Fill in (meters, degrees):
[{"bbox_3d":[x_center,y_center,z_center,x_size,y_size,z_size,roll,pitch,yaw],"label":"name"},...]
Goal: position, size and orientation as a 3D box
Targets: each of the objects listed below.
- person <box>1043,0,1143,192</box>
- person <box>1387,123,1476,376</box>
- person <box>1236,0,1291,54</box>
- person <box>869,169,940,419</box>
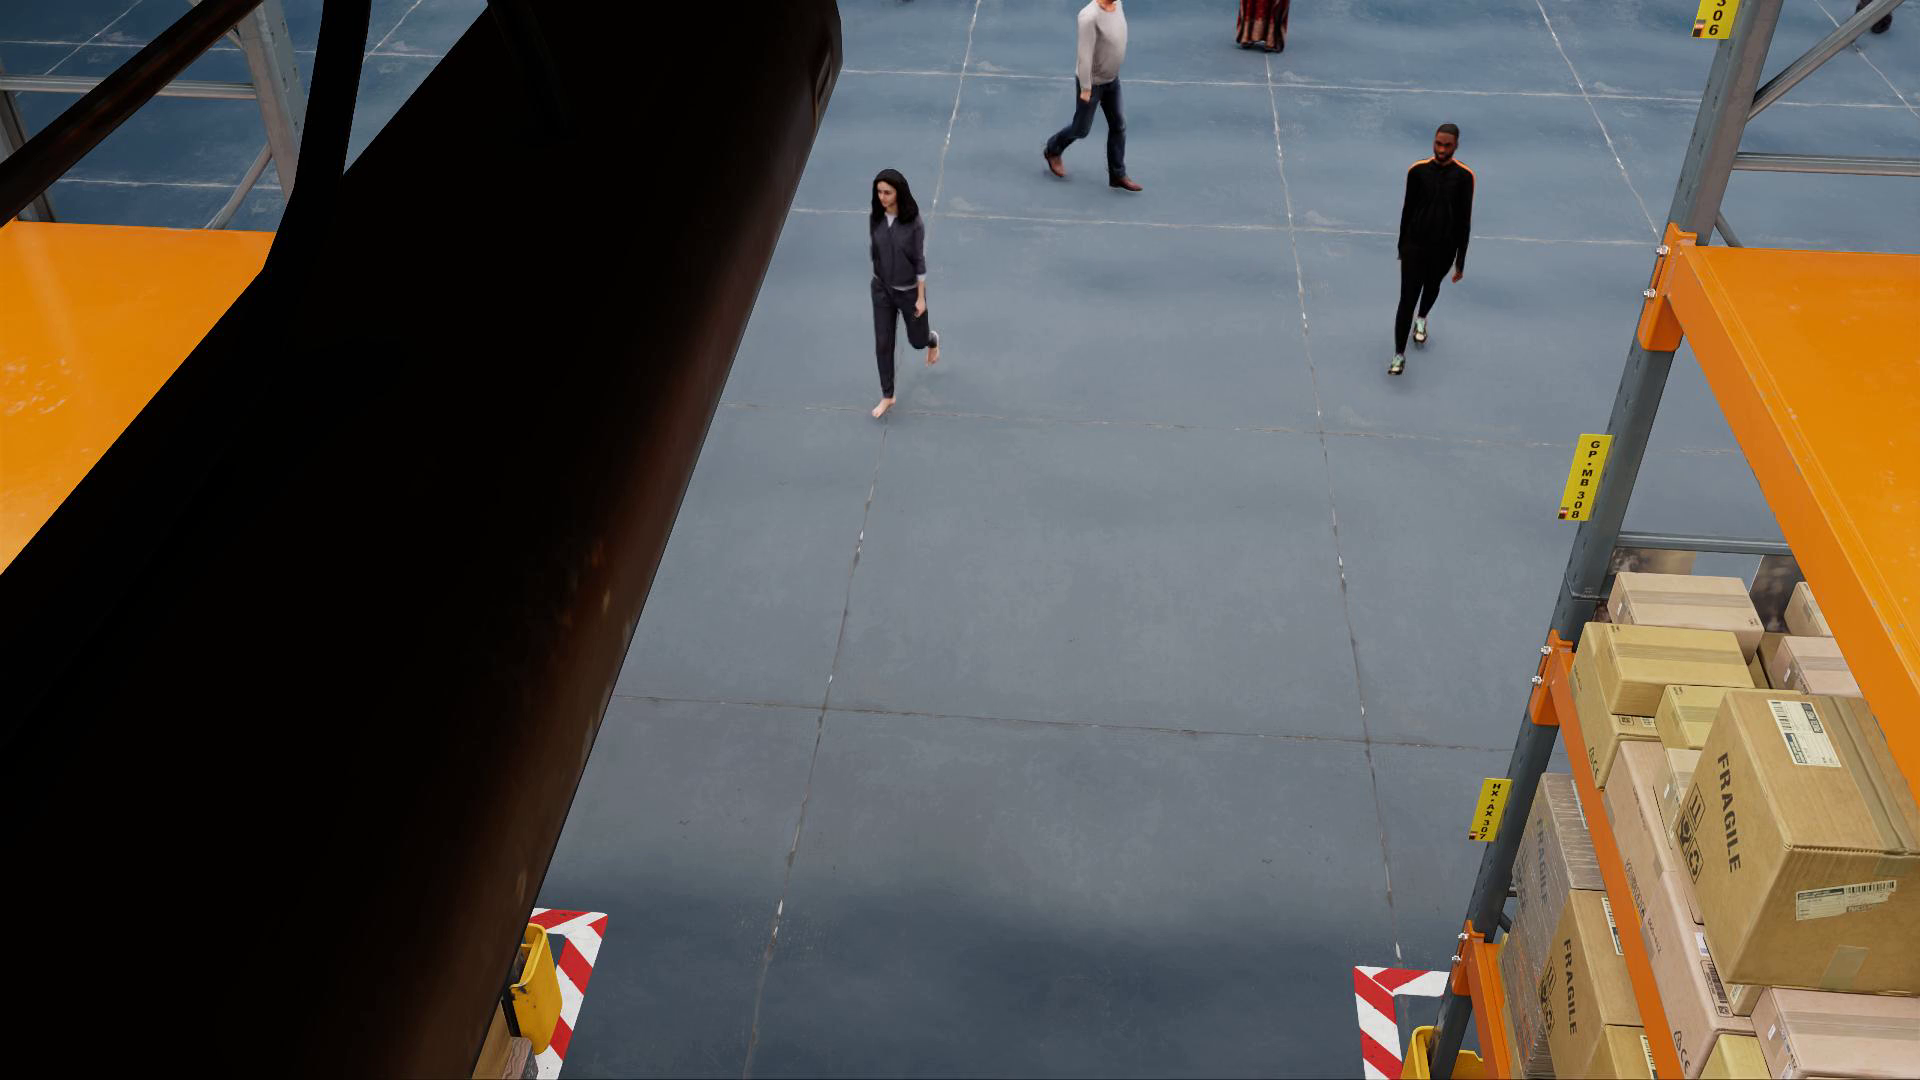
[{"bbox_3d":[1.087,-3.852,13.898,1.212,1.877,1.244,28,46,31],"label":"person"},{"bbox_3d":[3.345,-2.103,11.757,0.823,1.760,1.228,11,39,14],"label":"person"},{"bbox_3d":[3.041,-5.634,16.375,0.763,1.632,0.740,16,41,19],"label":"person"},{"bbox_3d":[-0.367,-1.718,11.285,0.812,1.737,1.094,15,41,19],"label":"person"}]
